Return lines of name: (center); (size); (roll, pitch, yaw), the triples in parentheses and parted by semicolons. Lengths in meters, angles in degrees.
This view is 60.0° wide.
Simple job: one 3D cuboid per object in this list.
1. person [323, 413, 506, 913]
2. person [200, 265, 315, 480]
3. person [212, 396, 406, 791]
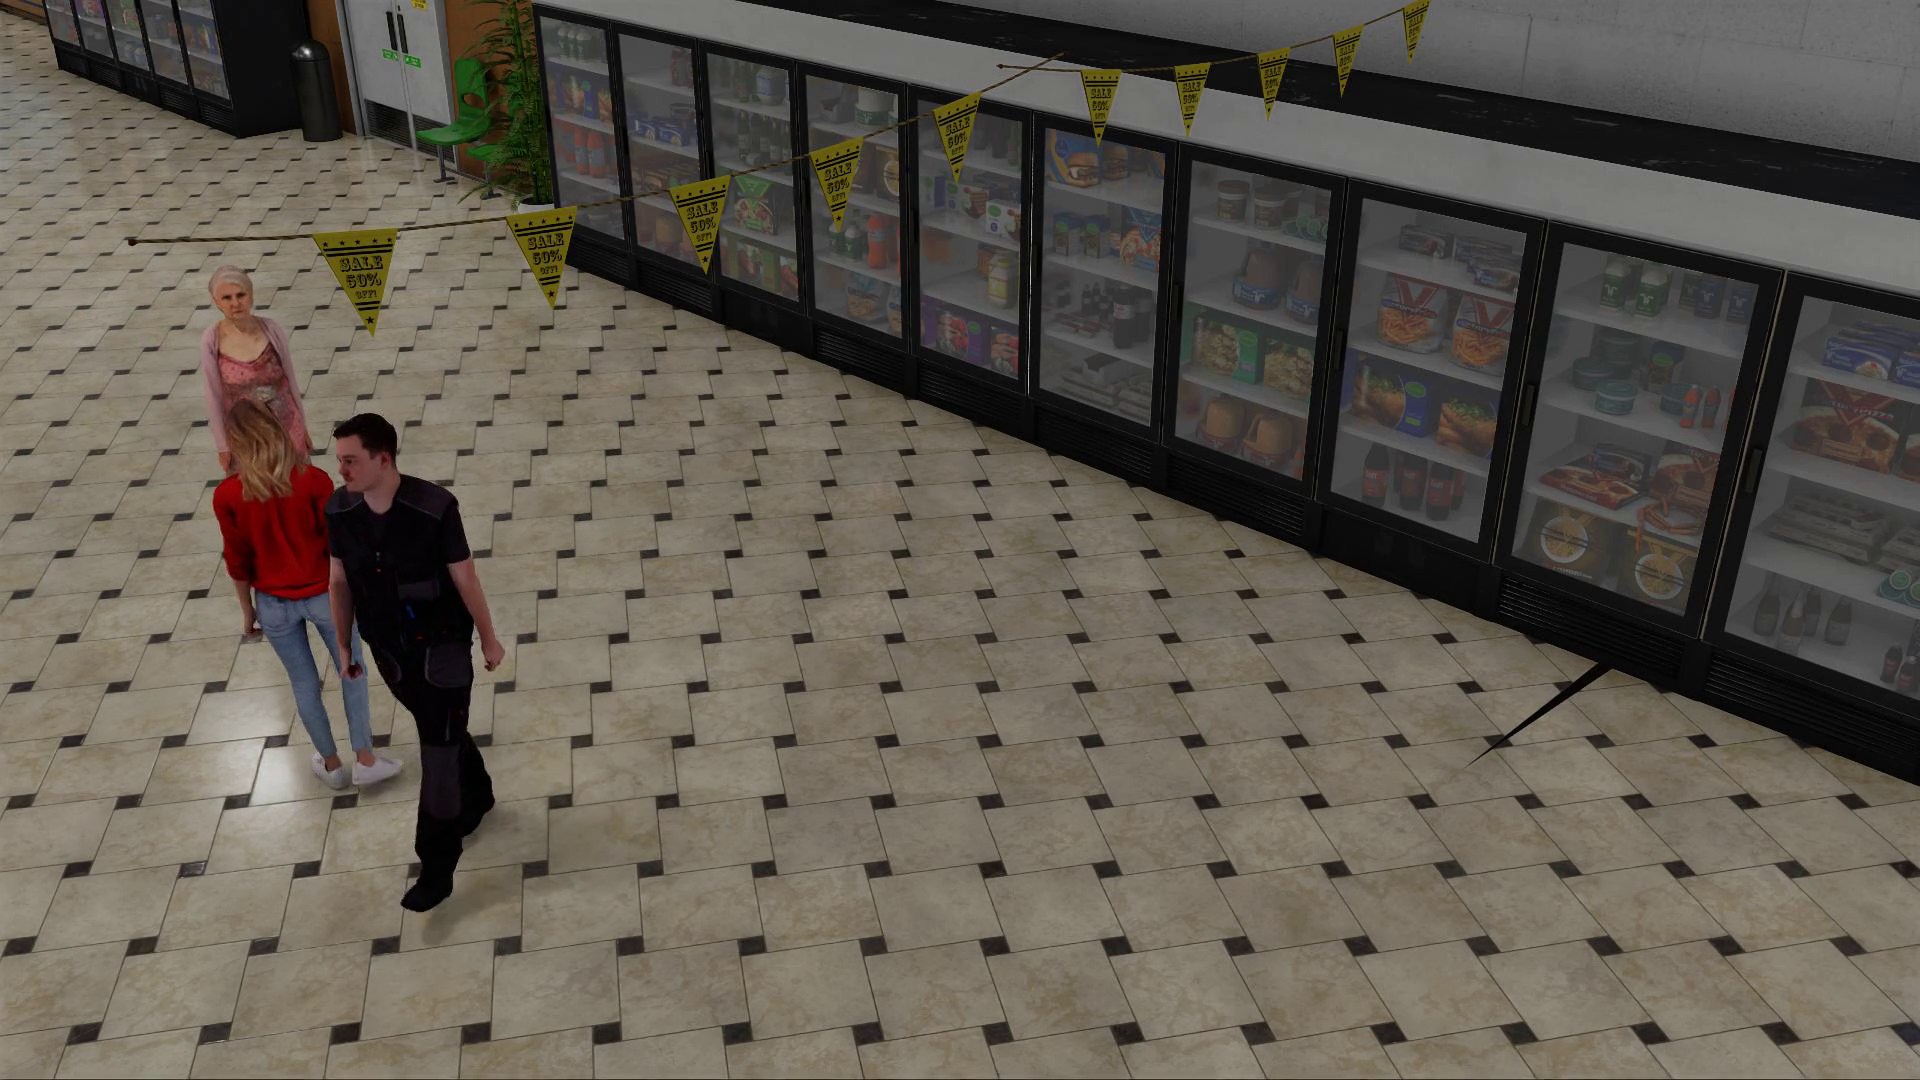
person: (-1.976, 0.358, 6.227); (1.071, 1.811, 1.214); (6, 27, 11)
person: (-3.400, -0.518, 8.088); (0.542, 1.691, 0.682); (-19, 33, -33)
person: (-2.581, 0.244, 6.572); (0.685, 1.703, 0.823); (-5, 27, -11)
